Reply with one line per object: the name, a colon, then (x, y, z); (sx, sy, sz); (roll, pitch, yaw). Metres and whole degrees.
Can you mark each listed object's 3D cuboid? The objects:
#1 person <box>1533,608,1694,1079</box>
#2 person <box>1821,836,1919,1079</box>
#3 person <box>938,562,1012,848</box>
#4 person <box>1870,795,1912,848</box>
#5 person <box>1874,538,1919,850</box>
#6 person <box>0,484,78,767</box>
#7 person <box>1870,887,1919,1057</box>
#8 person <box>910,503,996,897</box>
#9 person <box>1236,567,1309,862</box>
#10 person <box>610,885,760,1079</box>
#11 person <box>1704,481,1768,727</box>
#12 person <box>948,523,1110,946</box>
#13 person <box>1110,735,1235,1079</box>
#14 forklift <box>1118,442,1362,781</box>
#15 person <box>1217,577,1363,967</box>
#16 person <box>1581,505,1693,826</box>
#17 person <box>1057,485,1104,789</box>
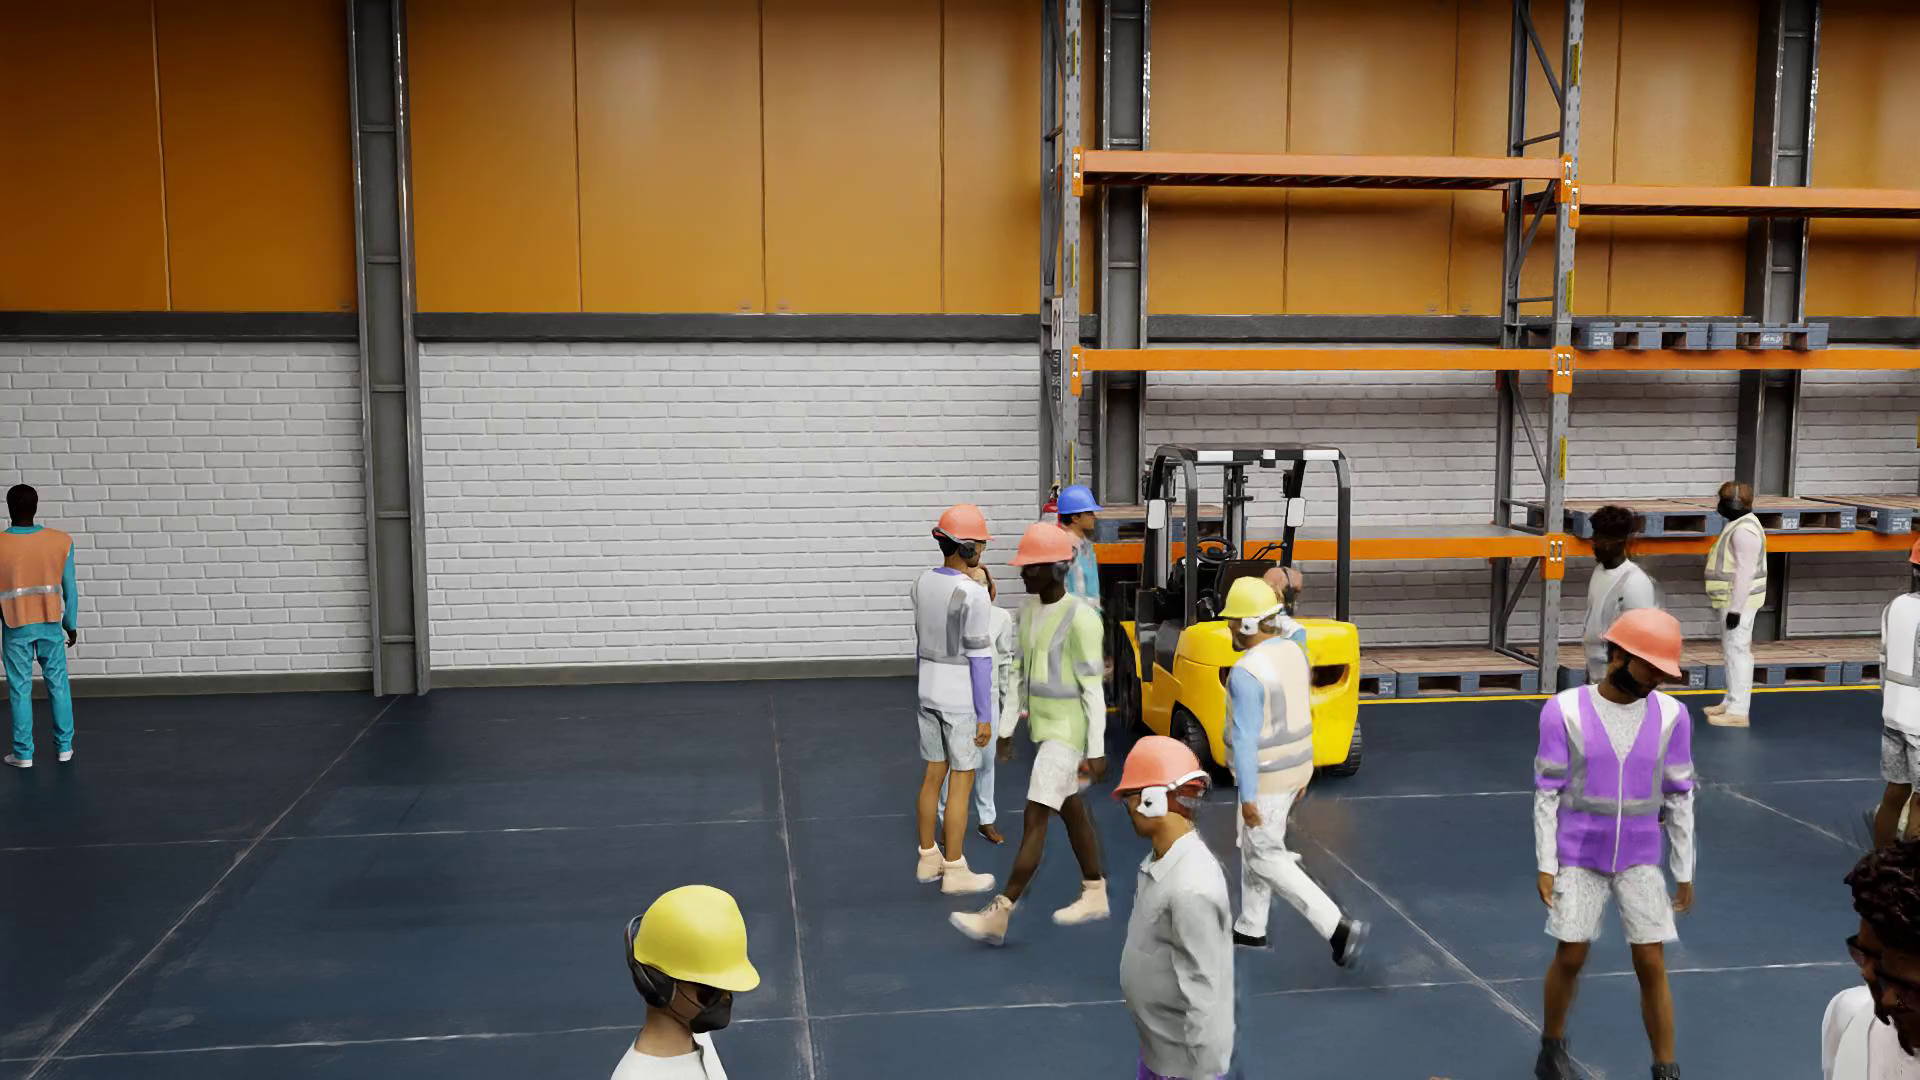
person: (2.403, 1.186, 6.092); (0.574, 1.895, 0.596); (1, 7, 6)
person: (1.694, 1.506, 3.067); (0.815, 1.931, 0.623); (-2, 7, -16)
person: (0.064, 0.925, 9.469); (0.507, 1.636, 0.274); (-2, 7, -17)
person: (5.205, 0.923, 8.700); (0.678, 1.818, 0.593); (5, 8, 37)
person: (4.820, 0.910, 8.303); (0.379, 1.938, 0.547); (0, 7, -1)
person: (-6.298, 0.579, 11.279); (0.593, 1.920, 0.391); (-6, 9, -44)
person: (1.831, 1.529, 3.013); (1.058, 1.901, 0.640); (-1, 7, -6)
person: (-0.013, 0.824, 8.671); (0.402, 2.036, 0.601); (-5, 8, -37)
person: (1.736, 0.960, 9.205); (0.312, 1.629, 0.515); (-3, 7, -26)
person: (-0.559, 1.561, 3.380); (0.327, 1.760, 0.523); (0, 7, 2)
person: (5.828, 0.476, 12.523); (0.429, 1.841, 0.634); (3, 7, 22)
person: (0.340, 0.920, 7.946); (1.011, 1.994, 0.634); (-3, 7, -24)
person: (0.671, 1.430, 4.742); (0.461, 1.713, 0.682); (0, 7, -3)
forklift: (1.912, 0.418, 11.496); (1.214, 2.155, 2.313); (-1, 7, -8)
person: (1.488, 1.071, 7.548); (0.756, 1.802, 0.599); (5, 8, 36)
person: (3.858, 0.756, 9.615); (0.623, 1.945, 0.634); (1, 7, 5)
person: (0.731, 0.616, 10.821); (0.380, 1.951, 0.605); (3, 7, 22)
